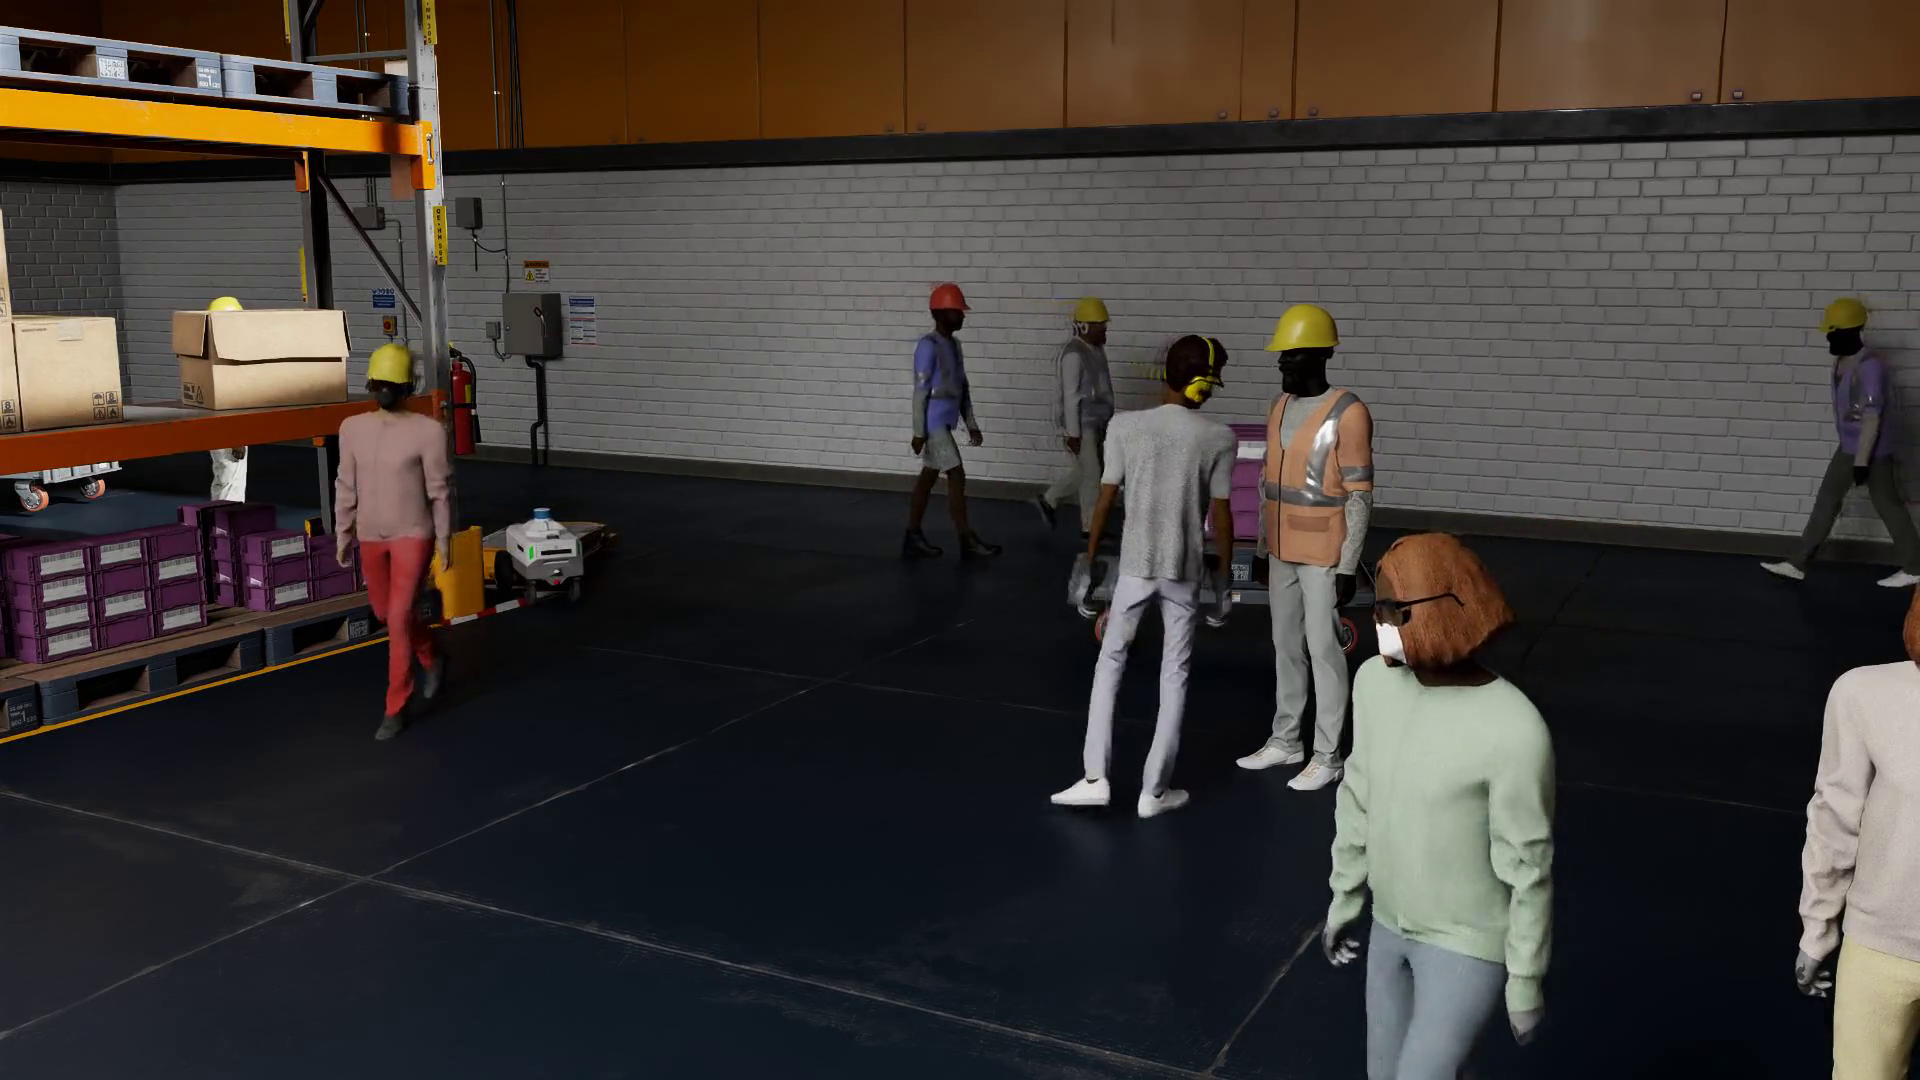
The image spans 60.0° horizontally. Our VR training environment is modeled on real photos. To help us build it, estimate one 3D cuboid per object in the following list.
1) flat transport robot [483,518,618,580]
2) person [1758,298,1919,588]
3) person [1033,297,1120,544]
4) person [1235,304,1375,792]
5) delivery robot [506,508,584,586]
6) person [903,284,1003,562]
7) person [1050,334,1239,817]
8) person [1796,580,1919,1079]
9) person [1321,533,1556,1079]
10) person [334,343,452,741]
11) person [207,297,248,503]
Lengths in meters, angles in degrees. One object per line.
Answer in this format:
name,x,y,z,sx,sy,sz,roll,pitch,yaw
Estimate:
flat transport robot,-2.856,0.053,11.287,0.652,0.197,1.431,1,10,6
person,5.708,-0.602,10.544,1.029,1.841,0.627,1,10,4
person,0.854,-0.874,12.184,0.619,1.815,0.610,4,10,20
person,1.368,0.031,6.620,0.371,1.925,0.595,-5,11,-27
delivery robot,-2.558,0.048,10.225,0.477,0.478,0.707,-5,11,-26
person,-0.031,-0.799,11.487,0.901,1.905,0.550,3,10,17
person,0.704,0.150,6.234,0.648,1.830,0.456,2,10,12
person,1.822,0.789,3.086,0.500,1.633,0.281,8,12,37
person,0.989,0.768,3.265,0.650,1.603,0.501,-5,11,-25
person,-2.521,-0.029,7.539,0.527,1.746,0.789,2,10,12
person,-5.038,-0.758,11.487,0.403,1.826,0.597,-7,12,-35
